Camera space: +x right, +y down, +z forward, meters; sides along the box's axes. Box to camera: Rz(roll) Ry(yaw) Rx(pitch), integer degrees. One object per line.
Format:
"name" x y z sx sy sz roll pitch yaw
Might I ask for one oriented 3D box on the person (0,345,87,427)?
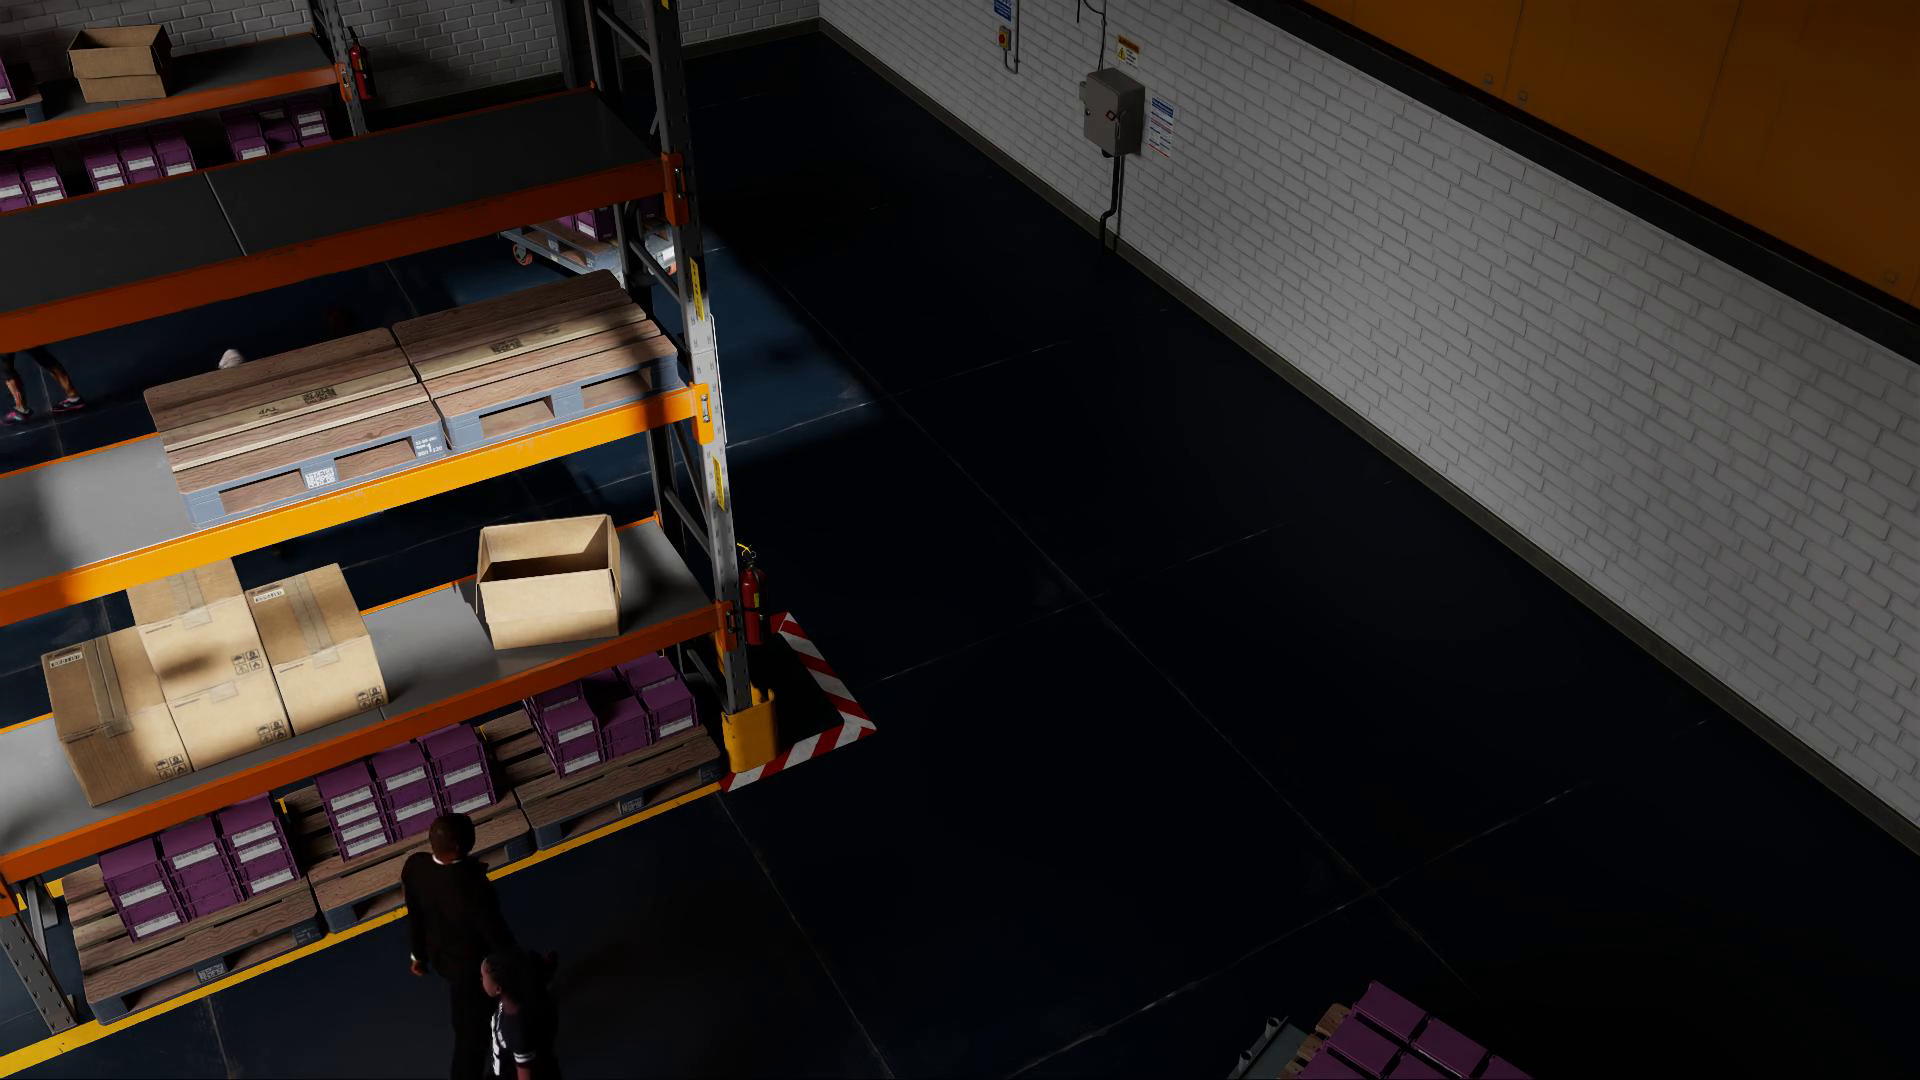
"person" -7.252 -1.705 12.949 0.898 1.708 0.678 -11 40 -14

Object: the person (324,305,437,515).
"person" -4.166 -0.899 11.905 0.973 1.752 0.945 13 40 16

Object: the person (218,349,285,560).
"person" -5.009 -0.646 11.686 0.721 1.629 0.754 -26 45 -29

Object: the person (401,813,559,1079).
"person" -2.440 2.110 8.054 1.100 1.856 1.319 20 43 23

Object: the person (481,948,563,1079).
"person" -1.940 2.508 7.680 0.842 1.701 0.708 -26 45 -29
